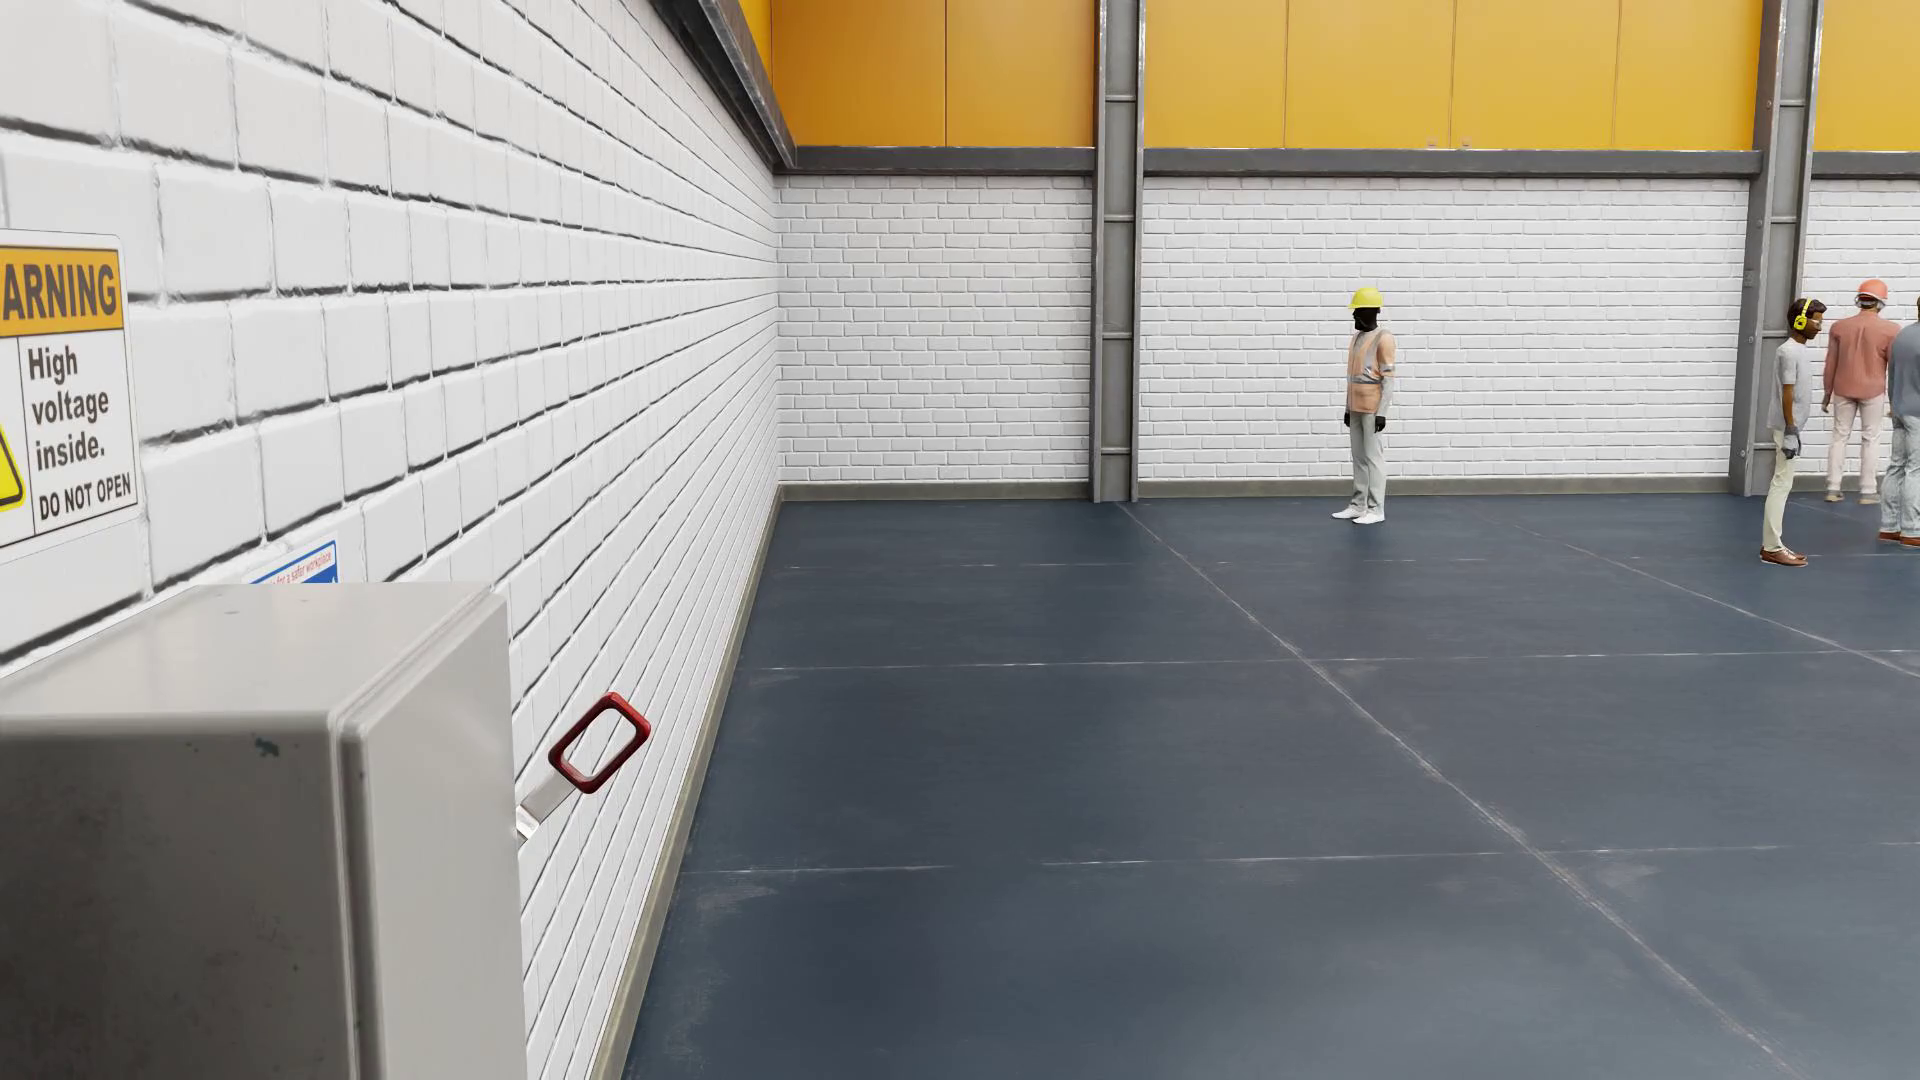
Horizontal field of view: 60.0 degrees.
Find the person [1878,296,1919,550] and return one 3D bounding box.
[{"bbox_3d":[7.097,-0.897,12.316,0.355,1.936,0.635,0,9,2],"label":"person"}]

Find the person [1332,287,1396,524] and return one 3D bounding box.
[{"bbox_3d":[3.309,-1.094,13.580,0.367,1.926,0.594,-3,9,-16],"label":"person"}]

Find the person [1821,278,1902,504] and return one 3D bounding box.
[{"bbox_3d":[7.997,-1.313,14.754,0.627,1.993,0.400,8,12,43],"label":"person"}]

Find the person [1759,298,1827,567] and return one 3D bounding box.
[{"bbox_3d":[5.837,-0.756,11.660,0.327,1.865,0.521,5,10,27],"label":"person"}]
